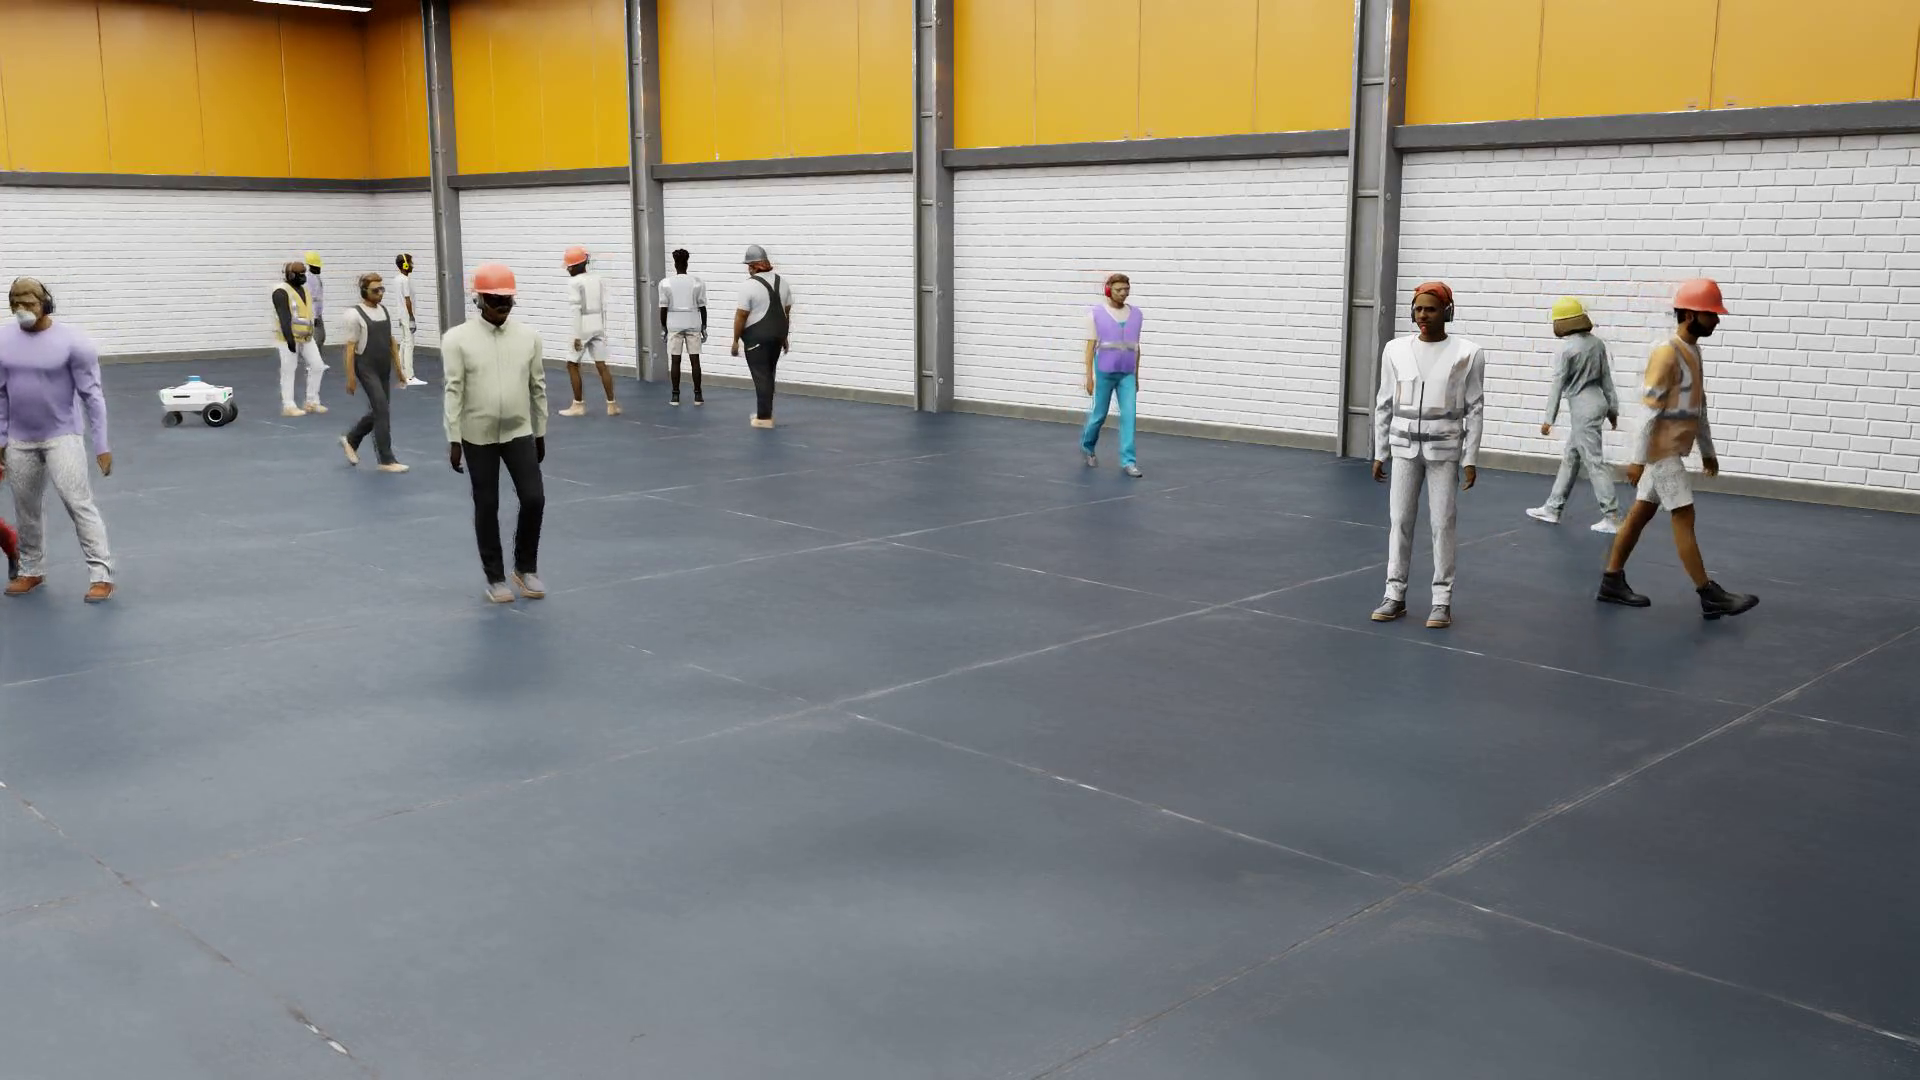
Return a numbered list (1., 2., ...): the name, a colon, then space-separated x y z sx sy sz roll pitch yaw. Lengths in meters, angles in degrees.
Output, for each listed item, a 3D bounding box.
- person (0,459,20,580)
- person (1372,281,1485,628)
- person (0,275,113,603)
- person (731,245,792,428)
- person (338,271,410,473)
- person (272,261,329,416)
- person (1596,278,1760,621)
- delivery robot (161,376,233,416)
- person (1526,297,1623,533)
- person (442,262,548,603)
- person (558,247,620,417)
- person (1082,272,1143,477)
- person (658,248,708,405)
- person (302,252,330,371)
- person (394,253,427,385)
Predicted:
1. person: -5.804 -0.530 9.864 0.526 1.736 0.776 1 10 7
2. person: 2.546 -0.464 9.102 0.584 1.882 0.346 6 12 31
3. person: -5.341 -0.589 9.748 0.660 1.926 0.438 0 10 1
4. person: -2.275 -2.272 18.535 0.649 2.000 0.698 9 13 39
5. person: -5.368 -1.516 15.044 0.806 1.818 0.518 4 11 20
6. person: -7.798 -2.367 19.665 0.604 1.824 0.647 3 11 14
7. person: 4.076 -0.505 9.319 0.971 1.883 0.555 7 13 34
8. delivery robot: -8.560 -1.598 18.658 0.707 0.478 0.477 -2 11 -11
9. person: 4.474 -0.909 12.066 0.498 1.670 0.876 -8 13 -39
10. person: -2.666 -0.605 9.601 0.642 1.974 0.498 -6 12 -31
11. person: -4.377 -2.438 19.615 0.525 2.001 0.746 6 12 32
12. person: 1.364 -1.503 14.983 0.579 1.811 0.908 -4 11 -21
13. person: -3.474 -2.674 20.929 0.607 1.966 0.367 -2 11 -11
14. person: -10.078 -3.559 25.989 0.472 1.876 0.643 -1 10 -5
15. person: -7.891 -3.150 23.777 0.329 1.876 0.508 -8 13 -35
